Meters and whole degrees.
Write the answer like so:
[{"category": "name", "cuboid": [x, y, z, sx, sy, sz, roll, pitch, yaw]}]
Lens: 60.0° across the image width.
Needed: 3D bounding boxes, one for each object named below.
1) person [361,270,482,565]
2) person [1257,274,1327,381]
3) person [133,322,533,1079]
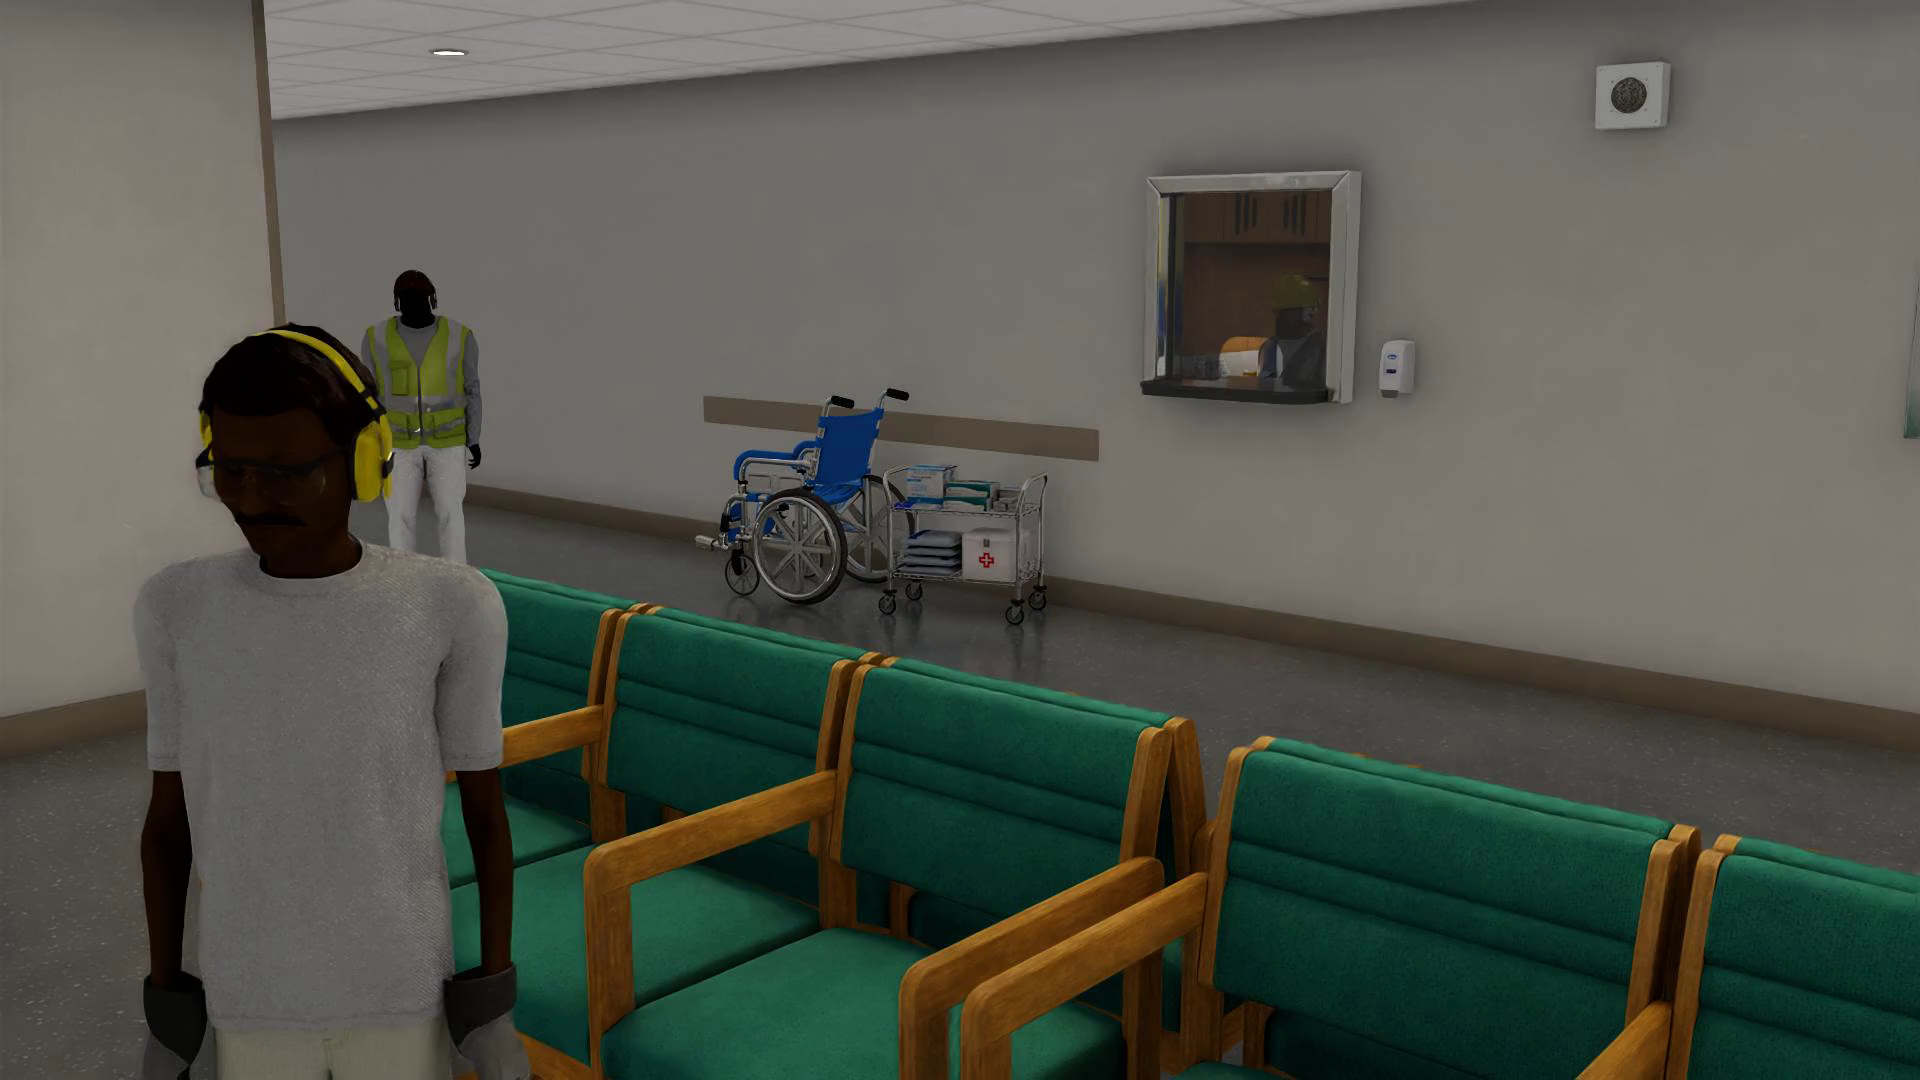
[{"category": "person", "cuboid": [-2.914, -0.534, 9.025, 0.633, 1.841, 0.429, -3, 10, -15]}, {"category": "person", "cuboid": [1.789, -0.506, 8.927, 0.405, 1.824, 0.585, -7, 12, -36]}, {"category": "person", "cuboid": [-0.845, 0.645, 2.247, 0.521, 1.865, 0.327, -1, 10, -6]}]
